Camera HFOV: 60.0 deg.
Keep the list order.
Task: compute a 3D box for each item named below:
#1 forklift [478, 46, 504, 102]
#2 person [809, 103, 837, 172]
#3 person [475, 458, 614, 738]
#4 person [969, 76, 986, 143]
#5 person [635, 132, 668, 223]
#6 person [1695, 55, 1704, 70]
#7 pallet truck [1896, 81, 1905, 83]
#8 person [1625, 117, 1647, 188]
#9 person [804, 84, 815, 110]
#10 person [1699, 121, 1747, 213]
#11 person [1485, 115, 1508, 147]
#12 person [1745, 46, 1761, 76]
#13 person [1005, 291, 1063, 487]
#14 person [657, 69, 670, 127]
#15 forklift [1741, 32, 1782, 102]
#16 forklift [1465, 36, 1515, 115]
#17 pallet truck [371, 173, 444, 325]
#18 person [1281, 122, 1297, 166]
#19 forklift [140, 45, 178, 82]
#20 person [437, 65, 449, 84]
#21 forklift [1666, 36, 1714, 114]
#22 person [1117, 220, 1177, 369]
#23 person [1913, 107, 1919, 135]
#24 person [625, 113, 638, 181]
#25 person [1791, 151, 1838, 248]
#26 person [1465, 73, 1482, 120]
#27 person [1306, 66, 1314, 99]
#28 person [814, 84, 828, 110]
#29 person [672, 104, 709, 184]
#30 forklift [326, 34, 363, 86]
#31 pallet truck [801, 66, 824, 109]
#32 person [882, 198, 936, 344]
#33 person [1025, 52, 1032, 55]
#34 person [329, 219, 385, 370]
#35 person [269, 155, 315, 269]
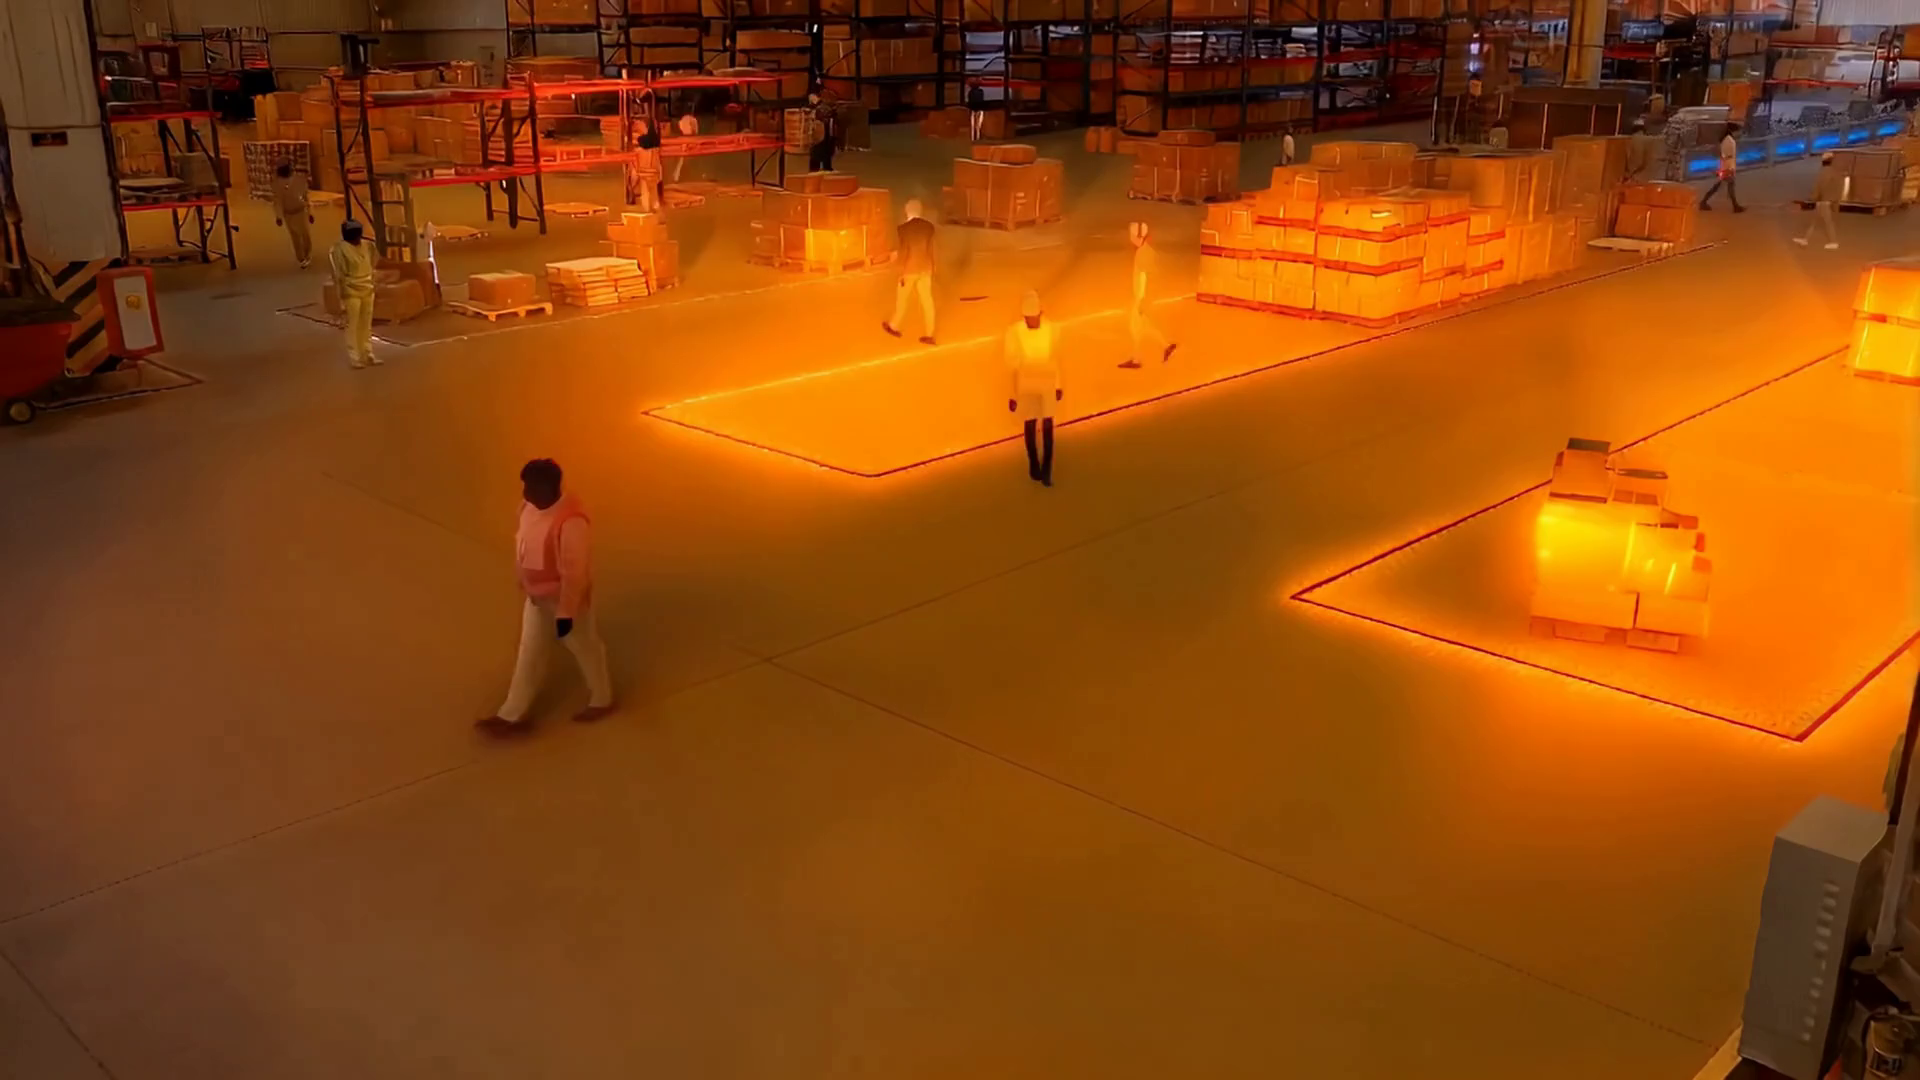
[{"bbox_3d":[-14.397,-13.832,51.456,1.129,2.768,1.873,17,25,41],"label":"forklift"},{"bbox_3d":[-3.183,-9.065,38.404,0.545,2.000,0.710,17,25,42],"label":"person"},{"bbox_3d":[-2.588,0.383,10.313,0.658,1.795,0.932,17,25,42],"label":"person"},{"bbox_3d":[0.530,-13.133,50.731,0.379,1.996,0.611,-15,24,-38],"label":"person"},{"bbox_3d":[-6.113,-7.129,32.865,0.581,1.860,0.849,7,19,19],"label":"person"},{"bbox_3d":[32.484,-20.368,72.950,0.526,1.750,0.769,15,24,38],"label":"person"},{"bbox_3d":[34.802,-16.331,61.455,0.653,1.274,1.630,17,25,41],"label":"pallet truck"},{"bbox_3d":[14.474,-8.084,35.646,0.553,1.918,0.664,-13,22,-34],"label":"person"},{"bbox_3d":[-4.642,-13.323,51.779,0.544,1.684,0.546,8,20,24],"label":"person"},{"bbox_3d":[16.158,-7.861,35.027,0.977,1.890,0.558,13,22,33],"label":"person"},{"bbox_3d":[12.988,-9.490,40.392,0.503,1.588,0.830,-8,20,-22],"label":"person"},{"bbox_3d":[36.782,-21.892,77.153,0.746,1.978,0.626,-17,25,-42],"label":"person"},{"bbox_3d":[0.700,-1.435,15.671,0.573,1.875,0.754,-2,18,-6],"label":"person"},{"bbox_3d":[-10.089,-15.043,56.624,0.589,1.912,0.391,14,23,35],"label":"person"},{"bbox_3d":[33.205,-19.309,67.958,1.873,2.768,1.129,17,25,41],"label":"forklift"},{"bbox_3d":[19.973,-17.201,61.605,1.873,2.768,1.129,16,24,40],"label":"forklift"},{"bbox_3d":[-8.209,-4.181,23.757,0.823,1.965,1.885,3,19,9],"label":"pallet truck"},{"bbox_3d":[6.923,-7.848,35.006,0.328,1.872,0.514,0,18,0],"label":"person"},{"bbox_3d":[-25.308,-14.292,52.842,1.129,2.768,1.873,-3,19,-9],"label":"forklift"},{"bbox_3d":[-18.337,-15.939,59.287,0.376,1.933,0.544,6,19,17],"label":"person"},{"bbox_3d":[27.341,-17.291,61.877,1.129,2.768,1.873,17,25,41],"label":"forklift"},{"bbox_3d":[2.315,-3.003,20.451,0.631,1.852,0.527,3,19,9],"label":"person"},{"bbox_3d":[25.973,-11.047,44.732,0.416,1.821,0.609,-15,24,-38],"label":"person"},{"bbox_3d":[-7.986,-9.560,40.528,0.365,1.626,0.533,-11,21,-30],"label":"person"},{"bbox_3d":[15.720,-6.206,30.302,0.539,1.716,0.926,-16,24,-39],"label":"person"},{"bbox_3d":[18.404,-15.898,59.596,0.544,1.644,0.863,-11,21,-29],"label":"person"},{"bbox_3d":[14.012,-17.992,66.012,0.514,1.573,0.867,-14,23,-37],"label":"person"},{"bbox_3d":[-4.415,-13.614,52.739,0.524,1.639,0.306,2,19,7],"label":"person"},{"bbox_3d":[-6.511,-9.470,39.862,0.645,1.904,0.983,15,23,38],"label":"person"},{"bbox_3d":[-23.631,-18.242,64.744,1.129,2.768,1.873,17,25,41],"label":"forklift"},{"bbox_3d":[-4.812,-15.182,56.903,0.823,1.965,1.885,-9,21,-26],"label":"pallet truck"},{"bbox_3d":[-0.638,-3.588,22.136,0.659,1.884,1.012,-14,23,-36],"label":"person"},{"bbox_3d":[3.308,-23.012,80.751,1.031,1.836,0.731,-3,19,-9],"label":"person"},{"bbox_3d":[-7.440,-3.039,20.571,0.430,1.838,0.619,7,20,20],"label":"person"},{"bbox_3d":[-11.223,-5.530,28.001,0.648,1.880,0.570,-5,19,-14],"label":"person"}]
